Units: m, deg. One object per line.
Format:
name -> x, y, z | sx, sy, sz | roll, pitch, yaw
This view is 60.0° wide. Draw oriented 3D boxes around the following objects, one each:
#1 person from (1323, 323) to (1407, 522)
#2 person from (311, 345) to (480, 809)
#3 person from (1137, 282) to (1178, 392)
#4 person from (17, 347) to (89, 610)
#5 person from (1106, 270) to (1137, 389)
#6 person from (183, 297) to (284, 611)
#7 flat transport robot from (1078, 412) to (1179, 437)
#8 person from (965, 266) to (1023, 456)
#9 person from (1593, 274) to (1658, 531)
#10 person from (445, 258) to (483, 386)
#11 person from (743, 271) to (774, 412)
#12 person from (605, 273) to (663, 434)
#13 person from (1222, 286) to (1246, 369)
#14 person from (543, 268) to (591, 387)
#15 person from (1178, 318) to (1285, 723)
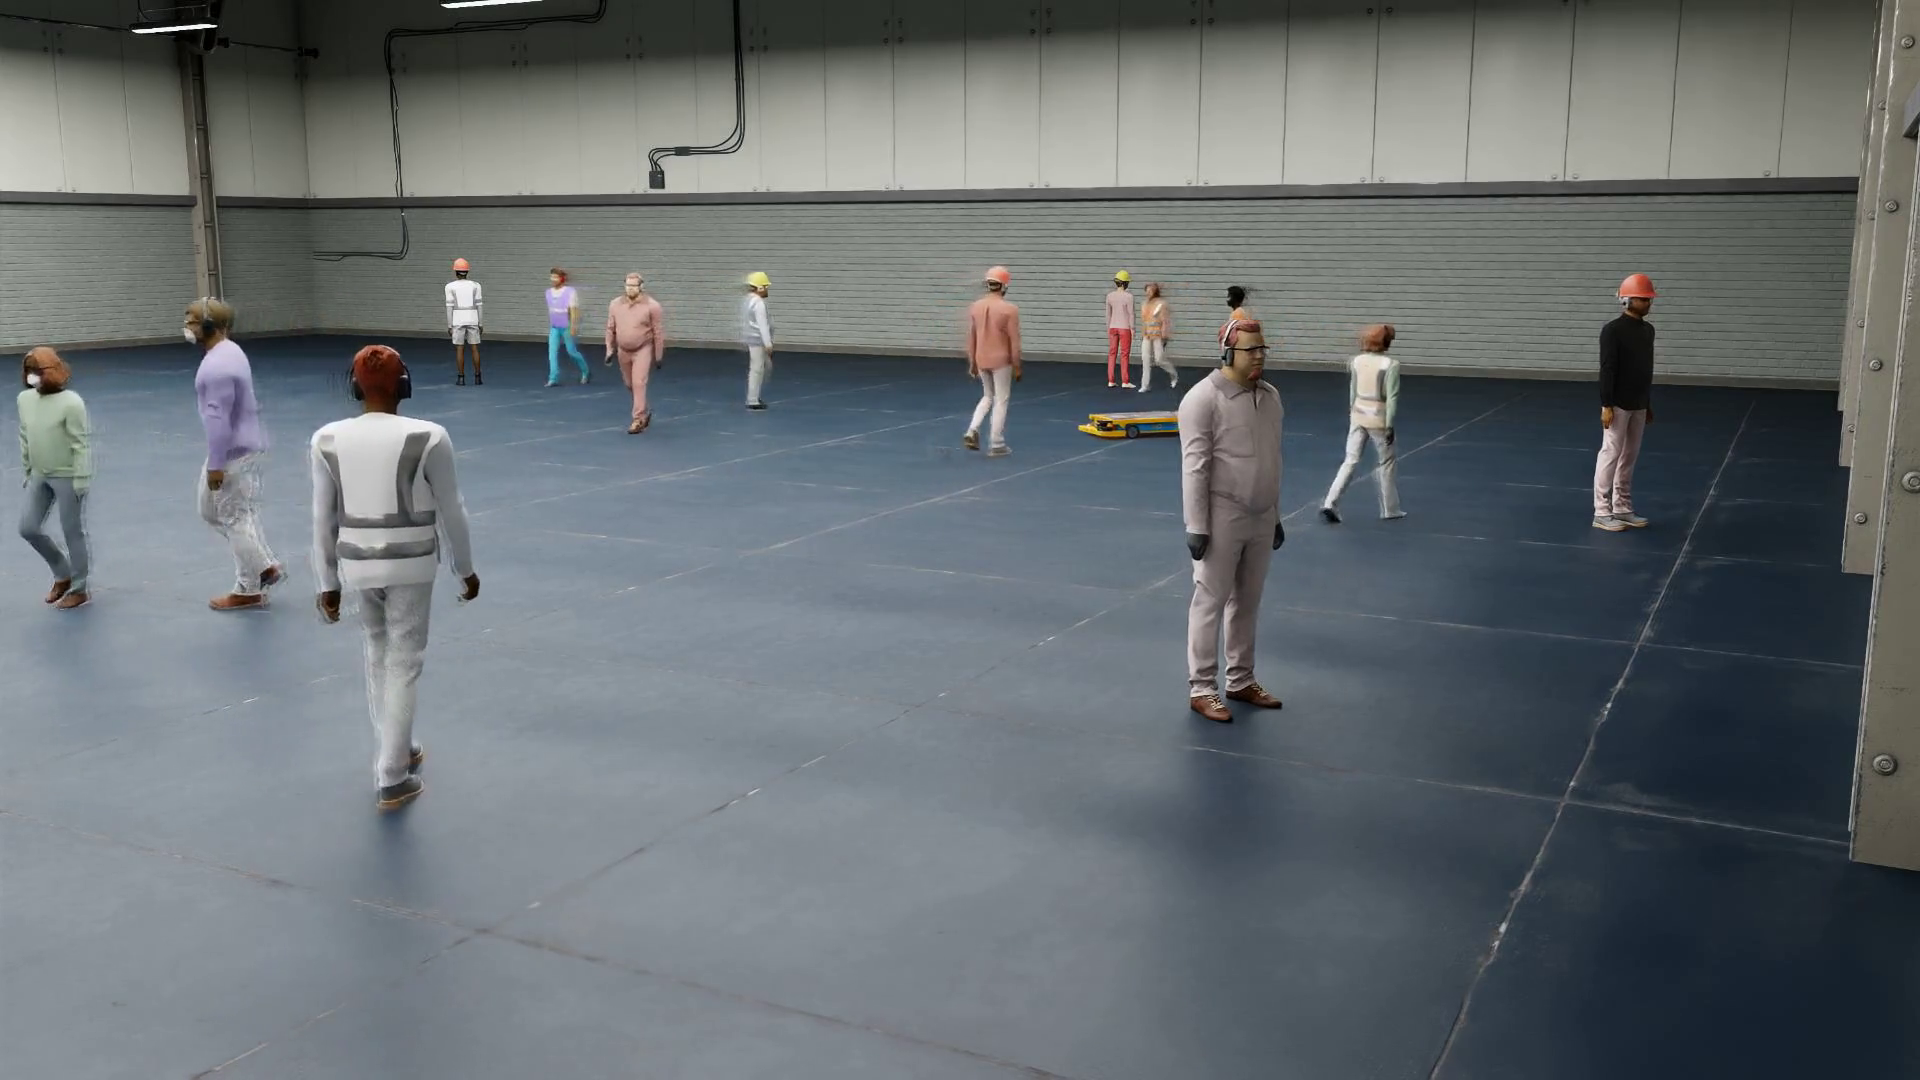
person -> 3.263, -0.933, 13.326 | 0.824, 1.608, 0.538 | -7, 13, -35
person -> -2.294, 0.127, 6.872 | 0.578, 1.855, 0.790 | 1, 10, 8
person -> 2.905, -2.985, 24.466 | 0.639, 1.621, 0.524 | -9, 14, -41
person -> -5.559, -0.369, 10.184 | 0.529, 1.617, 0.348 | 3, 11, 16
person -> 2.427, -3.162, 25.037 | 0.523, 1.769, 0.313 | 9, 14, 41
person -> -4.480, -0.512, 10.155 | 0.423, 1.923, 0.646 | -4, 11, -19
flat transport robot -> 2.150, -1.347, 19.216 | 1.431, 0.197, 0.652 | -4, 11, -19
person -> 0.365, -1.848, 17.280 | 0.630, 1.978, 0.474 | 9, 14, 40
person -> 5.226, -1.074, 13.024 | 0.622, 1.994, 0.381 | -8, 13, -35
person -> -7.594, -3.337, 25.511 | 0.544, 1.943, 0.347 | -5, 11, -24
person -> -2.615, -2.584, 21.717 | 0.460, 1.819, 0.590 | -3, 11, -18
person -> -3.803, -2.213, 19.590 | 0.643, 1.871, 0.927 | 3, 11, 15
person -> 3.607, -2.424, 21.302 | 0.834, 1.667, 0.545 | 2, 11, 10
person -> -6.025, -3.250, 25.413 | 0.576, 1.814, 0.868 | 5, 12, 27
person -> 1.330, -0.100, 7.955 | 0.651, 1.907, 0.409 | -9, 14, -40
